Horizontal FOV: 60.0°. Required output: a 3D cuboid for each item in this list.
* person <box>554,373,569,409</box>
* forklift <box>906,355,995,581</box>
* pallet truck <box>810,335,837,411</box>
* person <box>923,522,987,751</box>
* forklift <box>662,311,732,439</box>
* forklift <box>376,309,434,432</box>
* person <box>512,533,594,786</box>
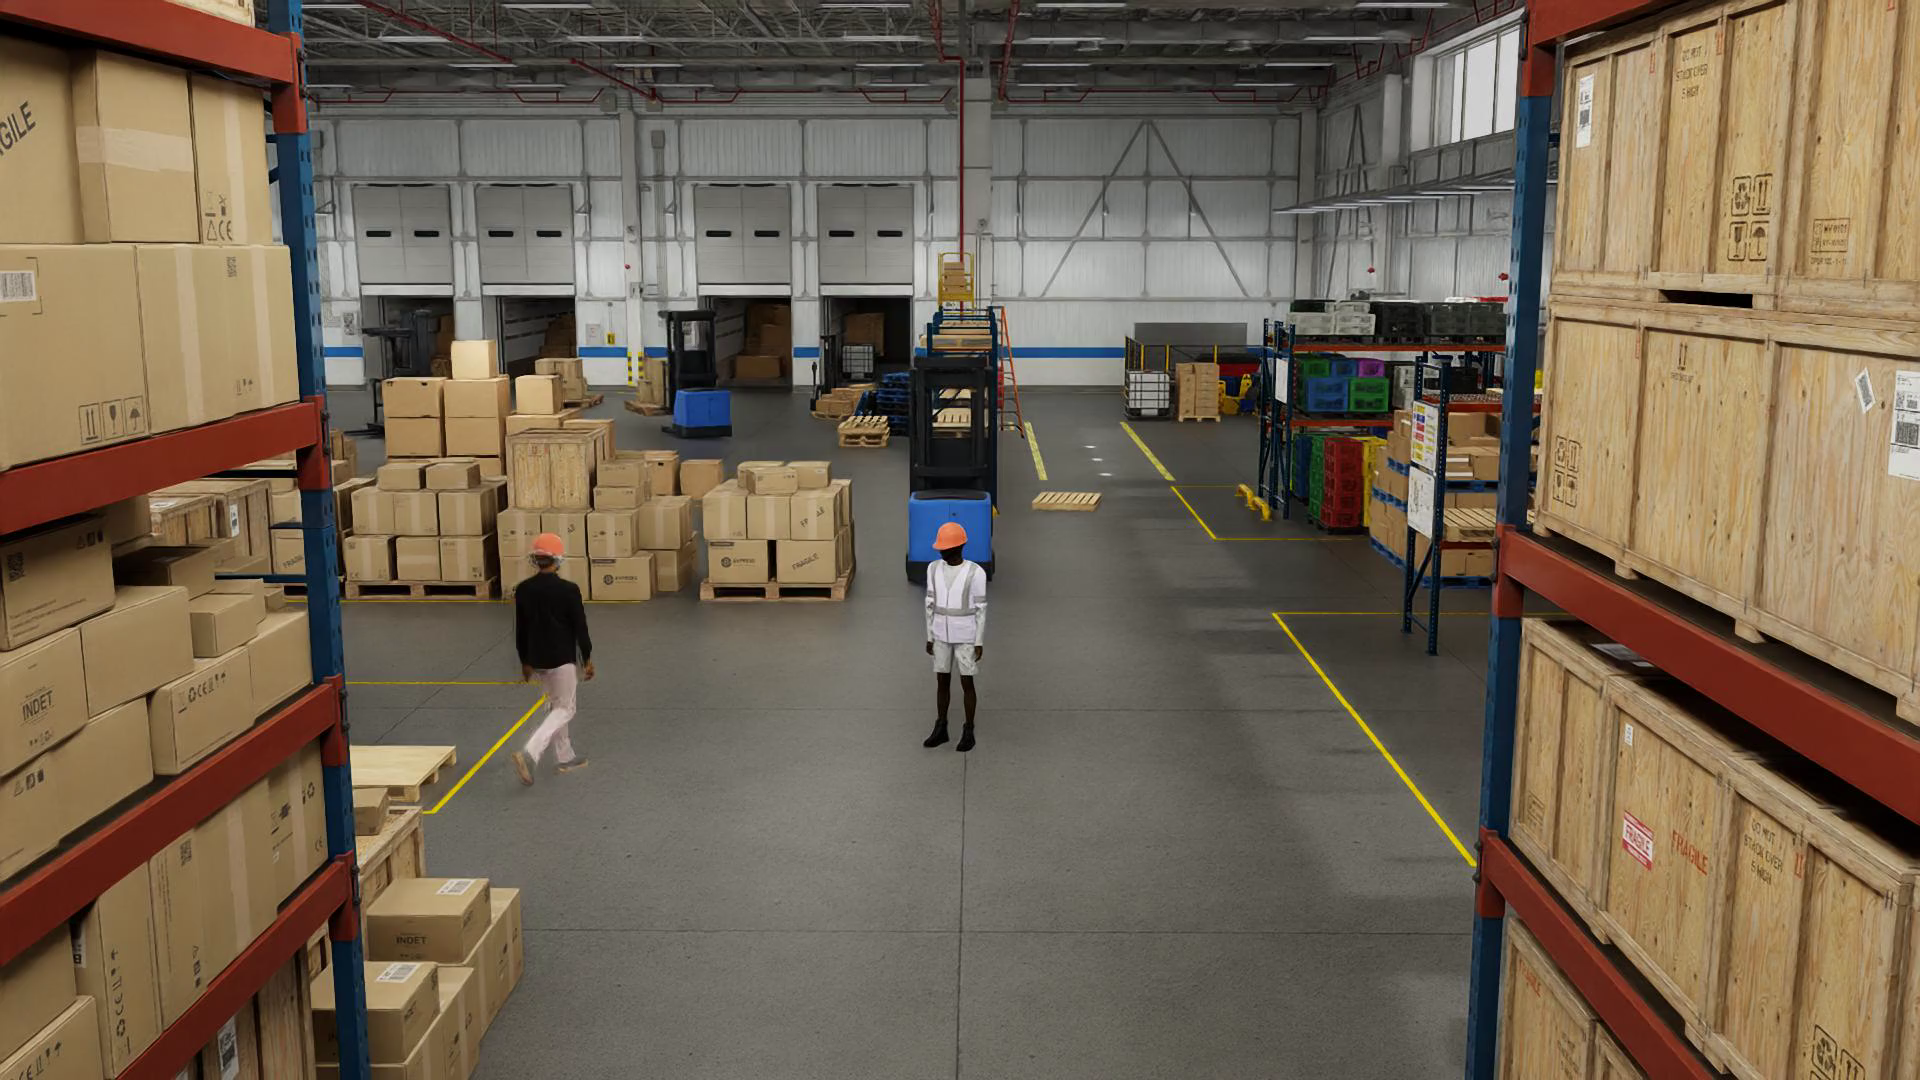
[{"bbox_3d":[-8.177,-2.584,34.100,0.755,1.669,0.546,-8,13,-39],"label":"person"},{"bbox_3d":[-0.117,-0.973,21.318,1.129,2.768,1.873,0,10,1],"label":"forklift"},{"bbox_3d":[-3.021,-4.312,43.126,1.885,1.965,0.823,3,10,17],"label":"pallet truck"},{"bbox_3d":[-0.050,0.801,13.824,0.547,1.929,0.385,5,11,26],"label":"person"},{"bbox_3d":[-5.903,-3.726,37.202,1.129,2.768,1.873,-5,11,-25],"label":"forklift"},{"bbox_3d":[-12.349,-3.849,37.908,1.873,2.768,1.129,-8,13,-40],"label":"forklift"},{"bbox_3d":[-3.225,0.932,12.972,0.627,1.963,0.811,5,11,28],"label":"person"}]
